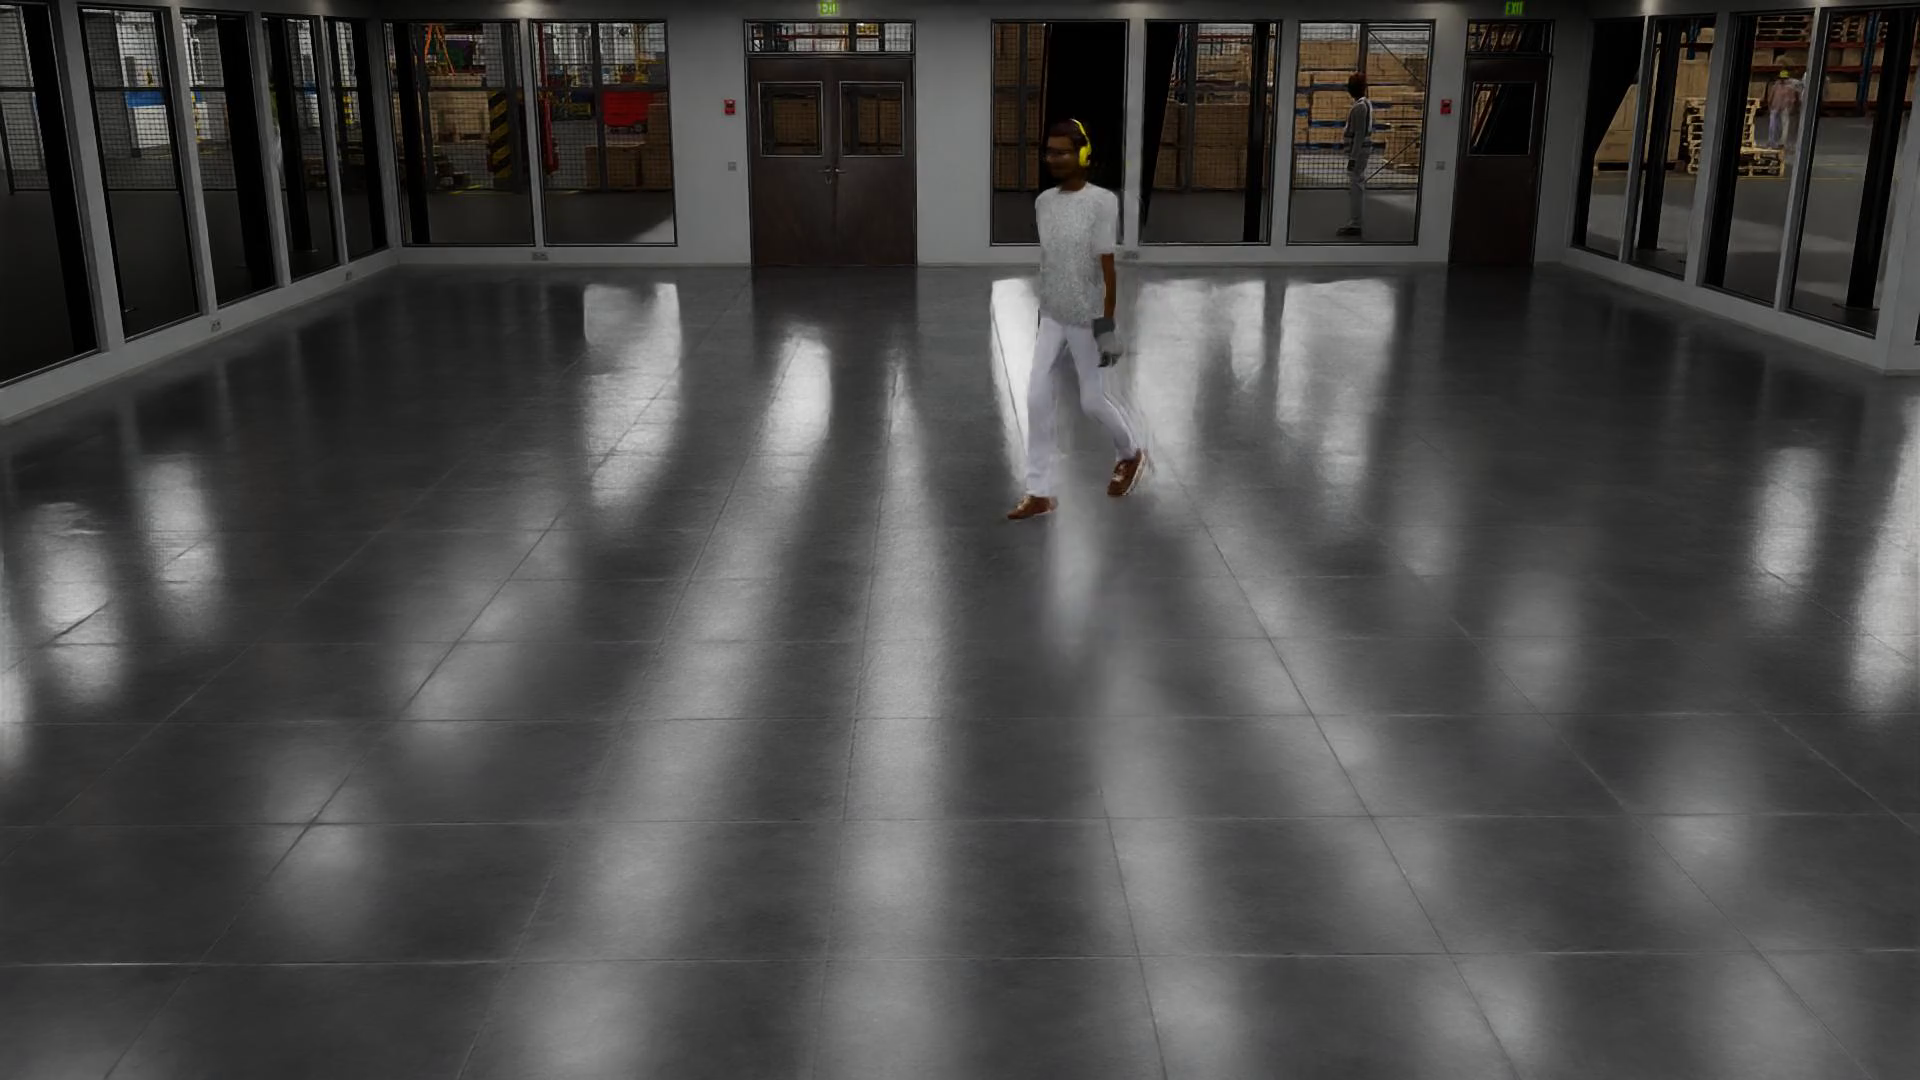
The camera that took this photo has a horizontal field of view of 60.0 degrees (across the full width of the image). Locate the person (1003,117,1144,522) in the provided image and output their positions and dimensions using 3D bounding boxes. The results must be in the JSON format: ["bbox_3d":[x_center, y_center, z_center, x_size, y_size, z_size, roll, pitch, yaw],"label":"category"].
[{"bbox_3d":[0.567,-1.035,7.755,0.527,1.839,0.880,15,22,41],"label":"person"}]
